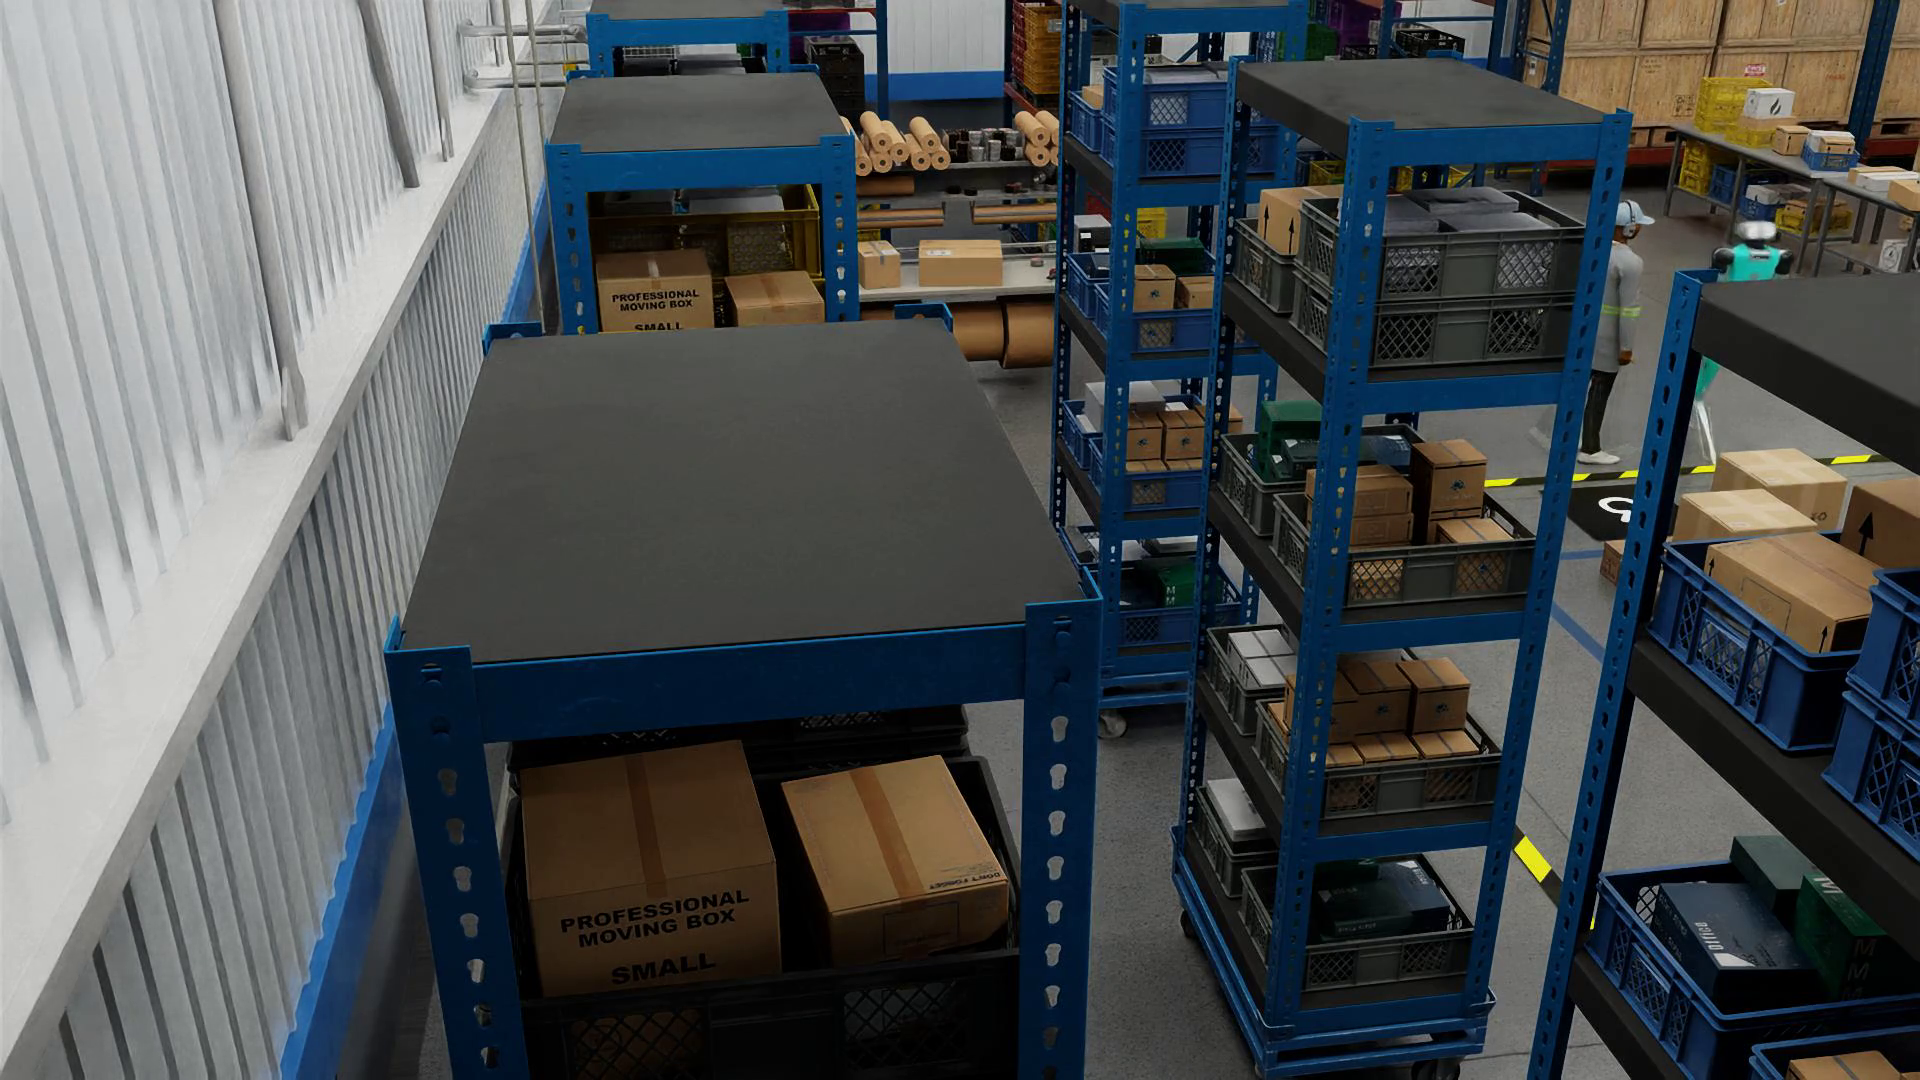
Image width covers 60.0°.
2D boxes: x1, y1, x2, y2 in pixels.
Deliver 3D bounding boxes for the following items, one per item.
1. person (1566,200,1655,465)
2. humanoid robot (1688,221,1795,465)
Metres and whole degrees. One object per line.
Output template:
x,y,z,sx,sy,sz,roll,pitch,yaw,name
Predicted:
4.484,-1.440,11.534,0.398,1.850,0.595,-8,26,-16,person
5.357,-1.473,11.784,0.538,1.772,0.967,1,25,2,humanoid robot
